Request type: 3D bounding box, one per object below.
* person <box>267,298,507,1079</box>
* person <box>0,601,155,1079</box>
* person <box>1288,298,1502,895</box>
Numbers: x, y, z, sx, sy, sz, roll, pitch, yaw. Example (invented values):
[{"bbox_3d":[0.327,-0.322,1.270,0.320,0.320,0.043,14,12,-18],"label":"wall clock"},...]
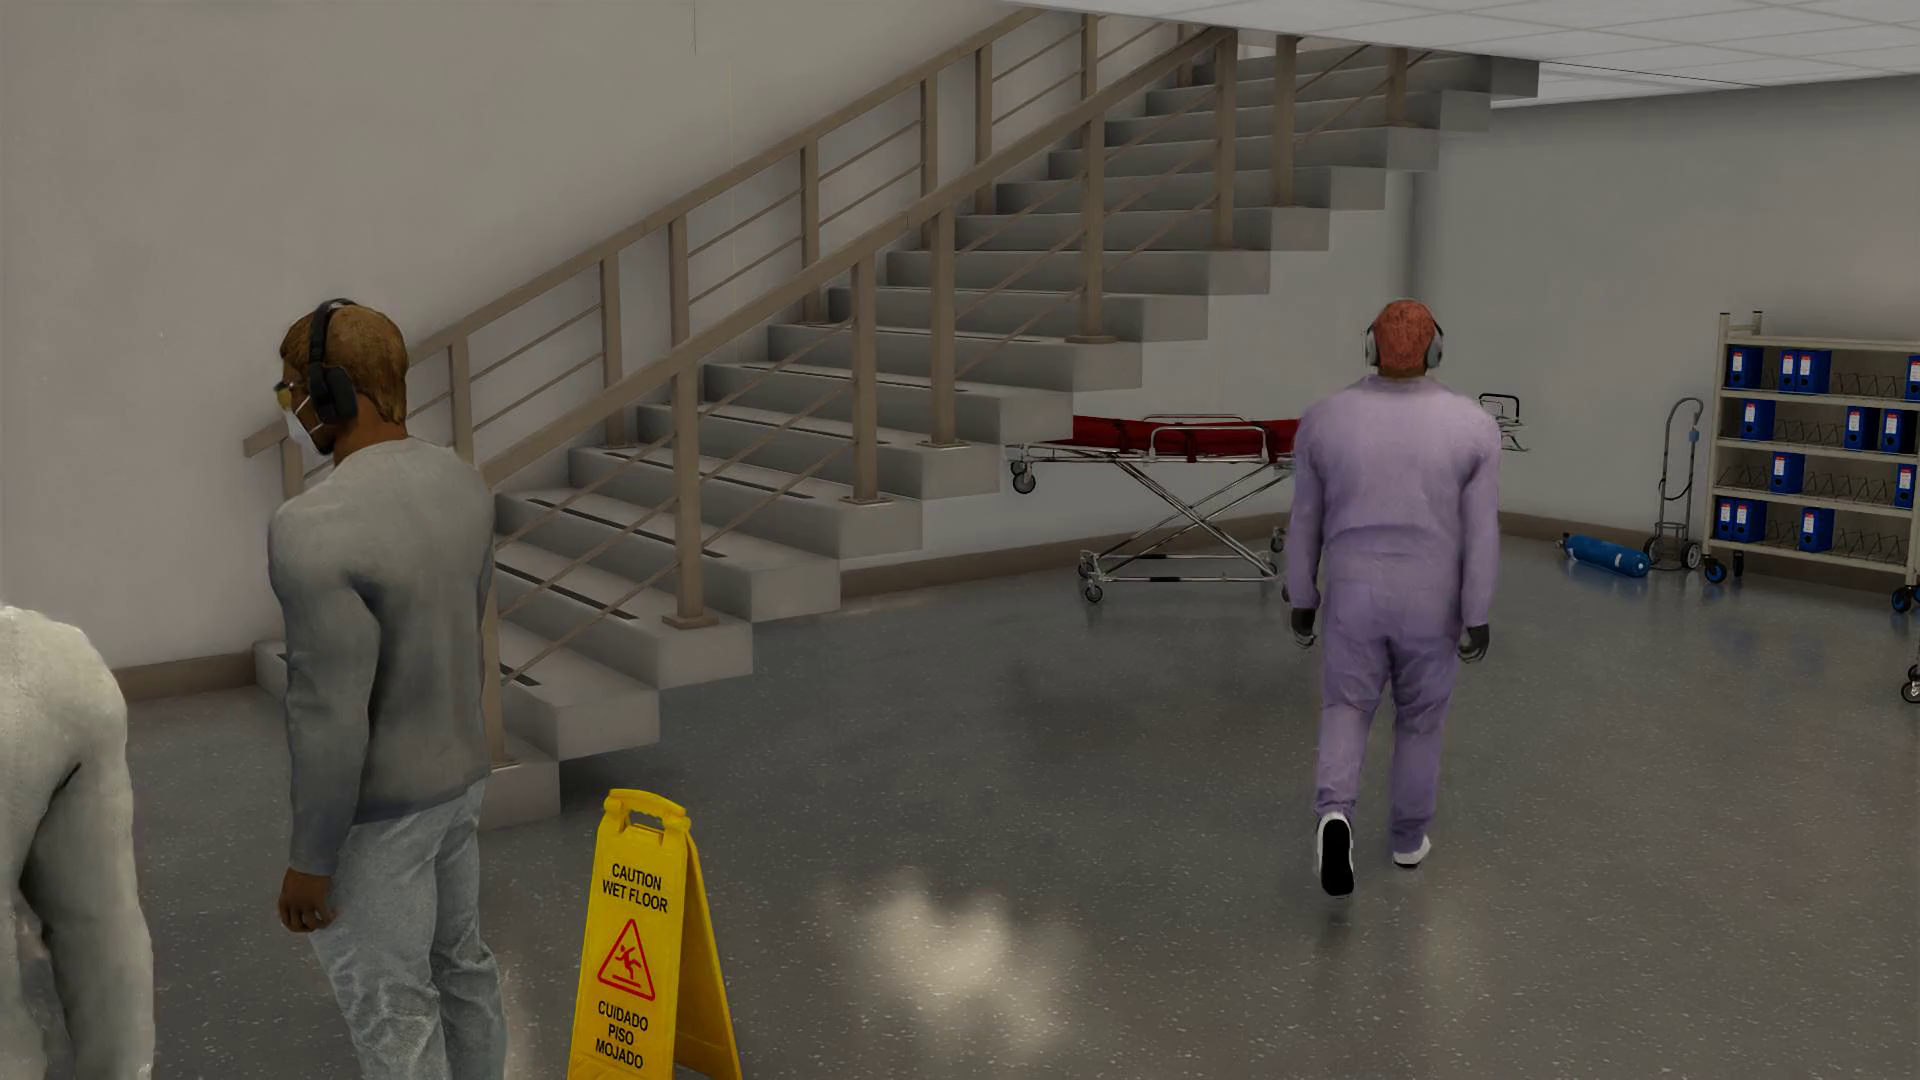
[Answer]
[{"bbox_3d":[-1.107,0.510,3.210,0.373,1.937,0.630,2,10,9],"label":"person"},{"bbox_3d":[-1.353,0.731,2.010,0.559,1.914,0.632,9,13,41],"label":"person"},{"bbox_3d":[1.348,0.188,5.242,0.656,1.886,0.775,4,11,21],"label":"person"}]
